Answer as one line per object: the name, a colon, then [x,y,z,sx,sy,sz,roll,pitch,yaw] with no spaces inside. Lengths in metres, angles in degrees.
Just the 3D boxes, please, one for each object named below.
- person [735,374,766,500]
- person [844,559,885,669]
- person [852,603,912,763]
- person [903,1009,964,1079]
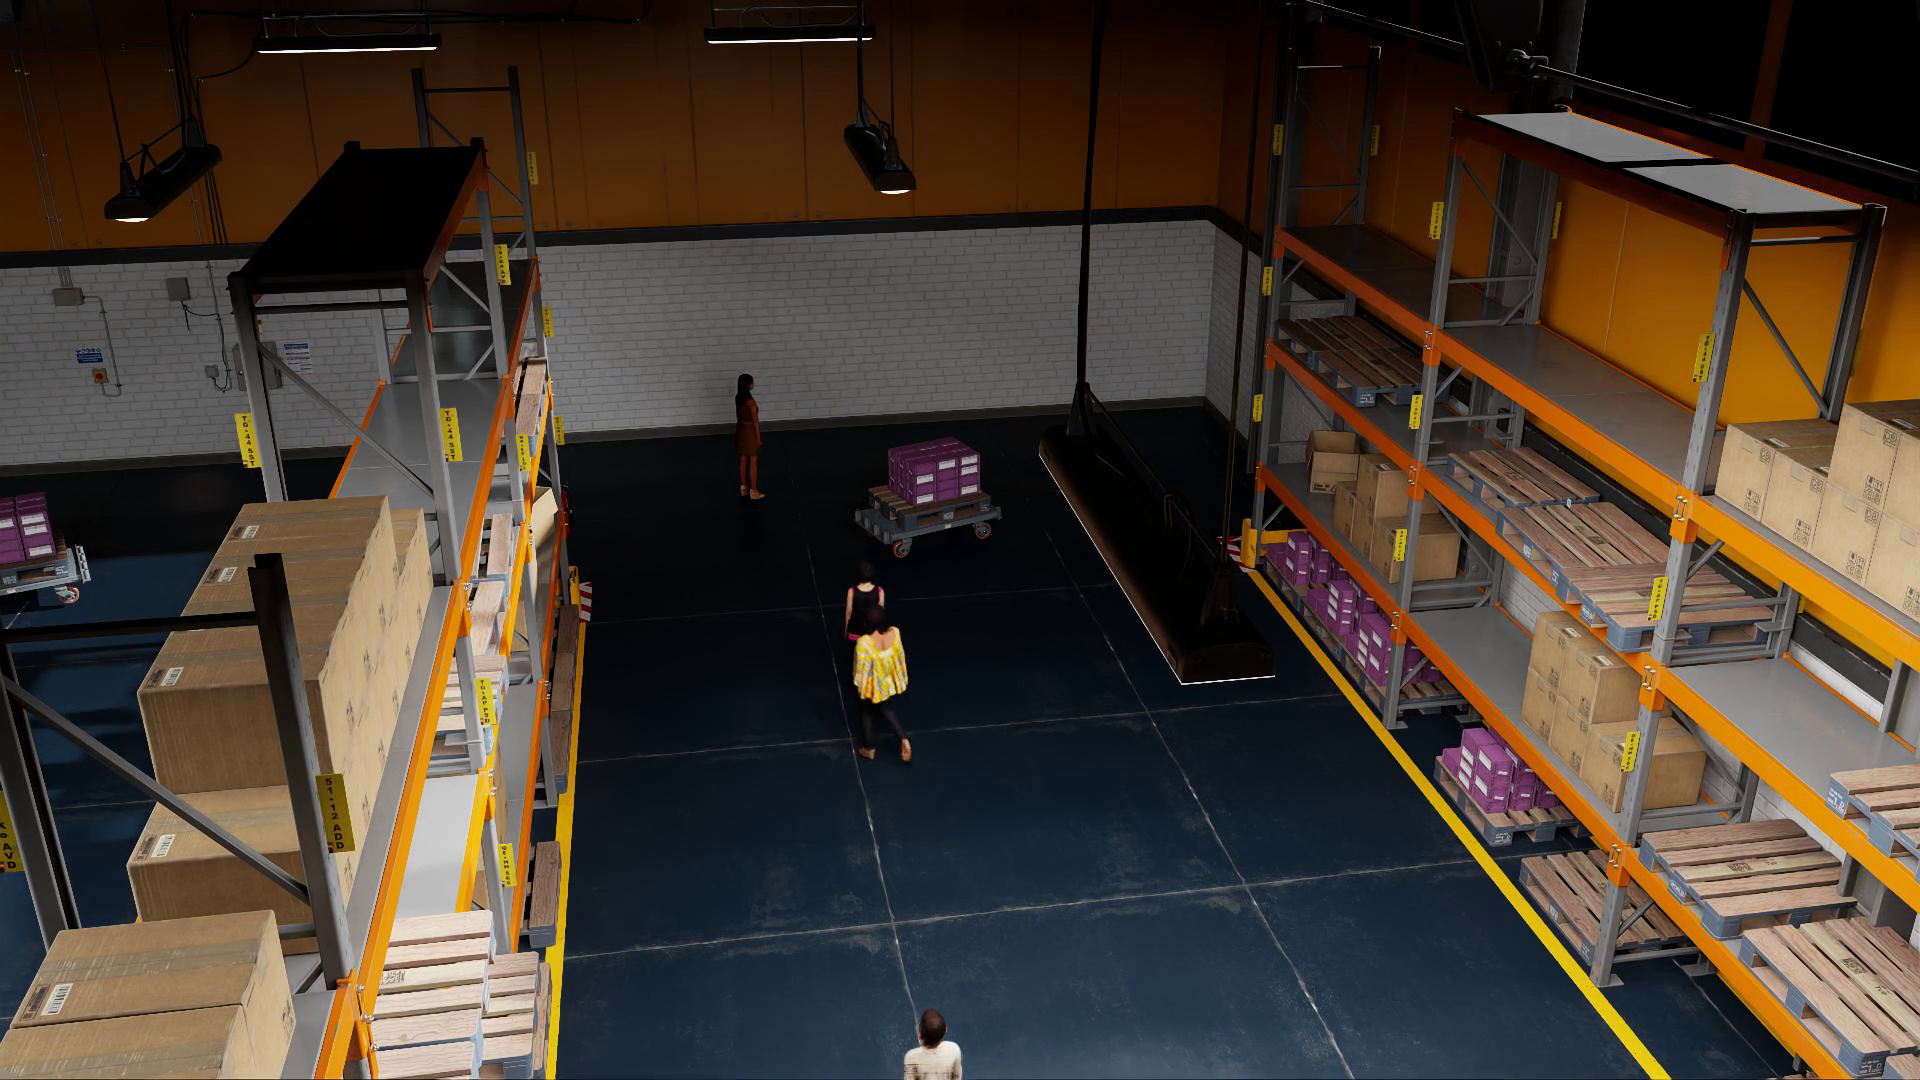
person: [-2.760,-1.359,21.689,0.706,1.689,0.606,-20,31,-38]
person: [-0.953,0.945,16.625,0.586,1.524,1.005,-6,24,-13]
person: [-0.722,1.378,15.495,0.945,1.636,1.057,-19,30,-37]
person: [-0.160,3.646,10.536,0.624,1.451,0.770,-6,24,-14]
